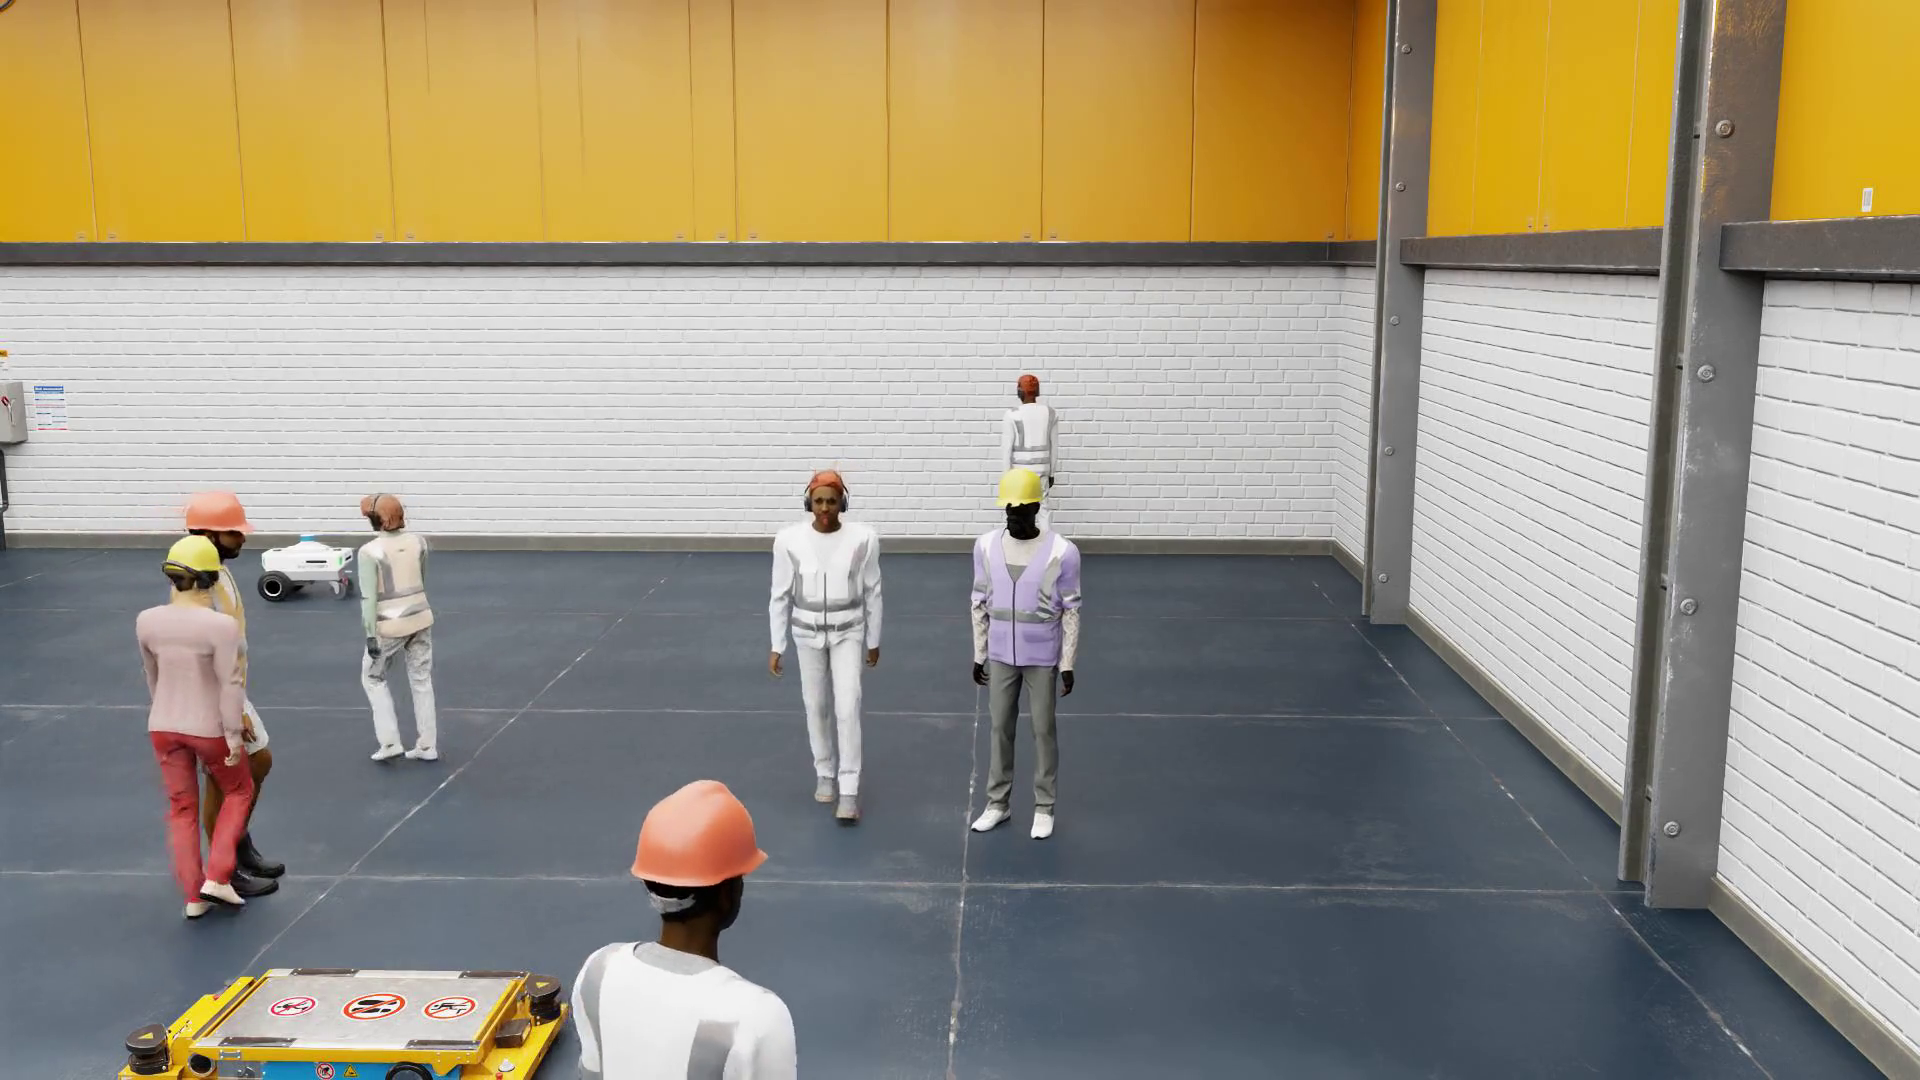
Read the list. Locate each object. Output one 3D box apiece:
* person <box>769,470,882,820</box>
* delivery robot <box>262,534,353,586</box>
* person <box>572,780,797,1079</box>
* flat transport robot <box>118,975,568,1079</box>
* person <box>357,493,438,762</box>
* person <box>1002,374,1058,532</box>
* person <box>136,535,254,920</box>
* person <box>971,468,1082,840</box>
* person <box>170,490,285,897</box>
[{"bbox_3d":[-0.720,0.563,8.894,0.589,1.852,0.840,0,10,1],"label":"person"},{"bbox_3d":[-5.718,0.192,14.587,0.707,0.478,0.477,-1,10,-4],"label":"delivery robot"},{"bbox_3d":[-0.516,1.444,3.499,0.563,1.933,0.404,7,12,36],"label":"person"},{"bbox_3d":[-2.249,1.820,6.161,1.431,0.197,0.652,0,10,2],"label":"flat transport robot"},{"bbox_3d":[-3.322,0.528,9.785,0.476,1.620,0.550,6,11,31],"label":"person"},{"bbox_3d":[0.662,-0.640,15.865,0.578,1.879,0.343,-3,10,-19],"label":"person"},{"bbox_3d":[-3.441,0.849,7.518,0.522,1.753,0.367,1,10,7],"label":"person"},{"bbox_3d":[0.327,0.581,8.566,0.589,1.927,0.387,4,11,23],"label":"person"},{"bbox_3d":[-3.408,0.725,7.722,0.428,1.927,0.567,-1,10,-6],"label":"person"}]
